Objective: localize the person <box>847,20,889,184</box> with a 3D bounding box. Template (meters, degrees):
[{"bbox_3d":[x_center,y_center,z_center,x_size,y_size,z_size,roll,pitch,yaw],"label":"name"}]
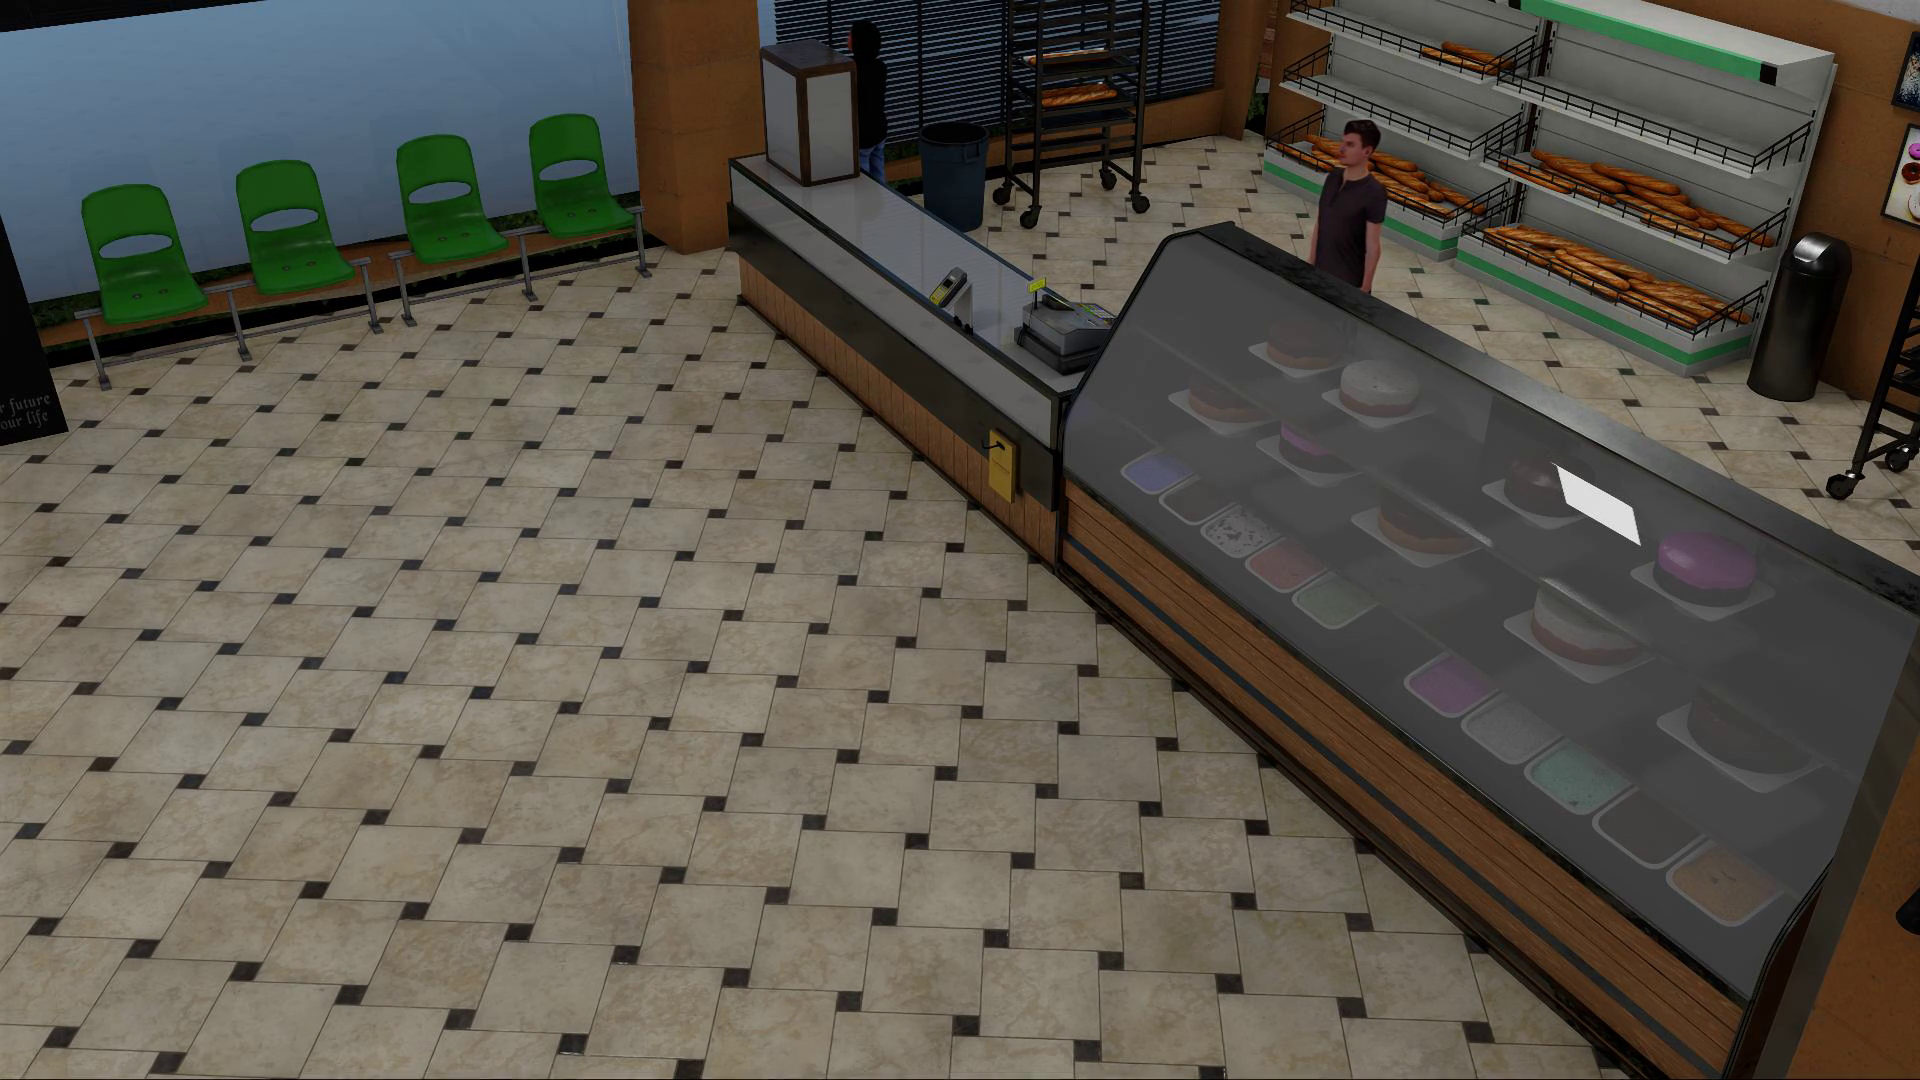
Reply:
[{"bbox_3d":[-0.652,-2.757,11.565,0.712,1.702,0.620,17,36,25],"label":"person"}]

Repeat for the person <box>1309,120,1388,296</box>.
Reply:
[{"bbox_3d":[2.147,-1.453,9.327,0.546,1.853,0.652,-15,35,-23],"label":"person"}]
